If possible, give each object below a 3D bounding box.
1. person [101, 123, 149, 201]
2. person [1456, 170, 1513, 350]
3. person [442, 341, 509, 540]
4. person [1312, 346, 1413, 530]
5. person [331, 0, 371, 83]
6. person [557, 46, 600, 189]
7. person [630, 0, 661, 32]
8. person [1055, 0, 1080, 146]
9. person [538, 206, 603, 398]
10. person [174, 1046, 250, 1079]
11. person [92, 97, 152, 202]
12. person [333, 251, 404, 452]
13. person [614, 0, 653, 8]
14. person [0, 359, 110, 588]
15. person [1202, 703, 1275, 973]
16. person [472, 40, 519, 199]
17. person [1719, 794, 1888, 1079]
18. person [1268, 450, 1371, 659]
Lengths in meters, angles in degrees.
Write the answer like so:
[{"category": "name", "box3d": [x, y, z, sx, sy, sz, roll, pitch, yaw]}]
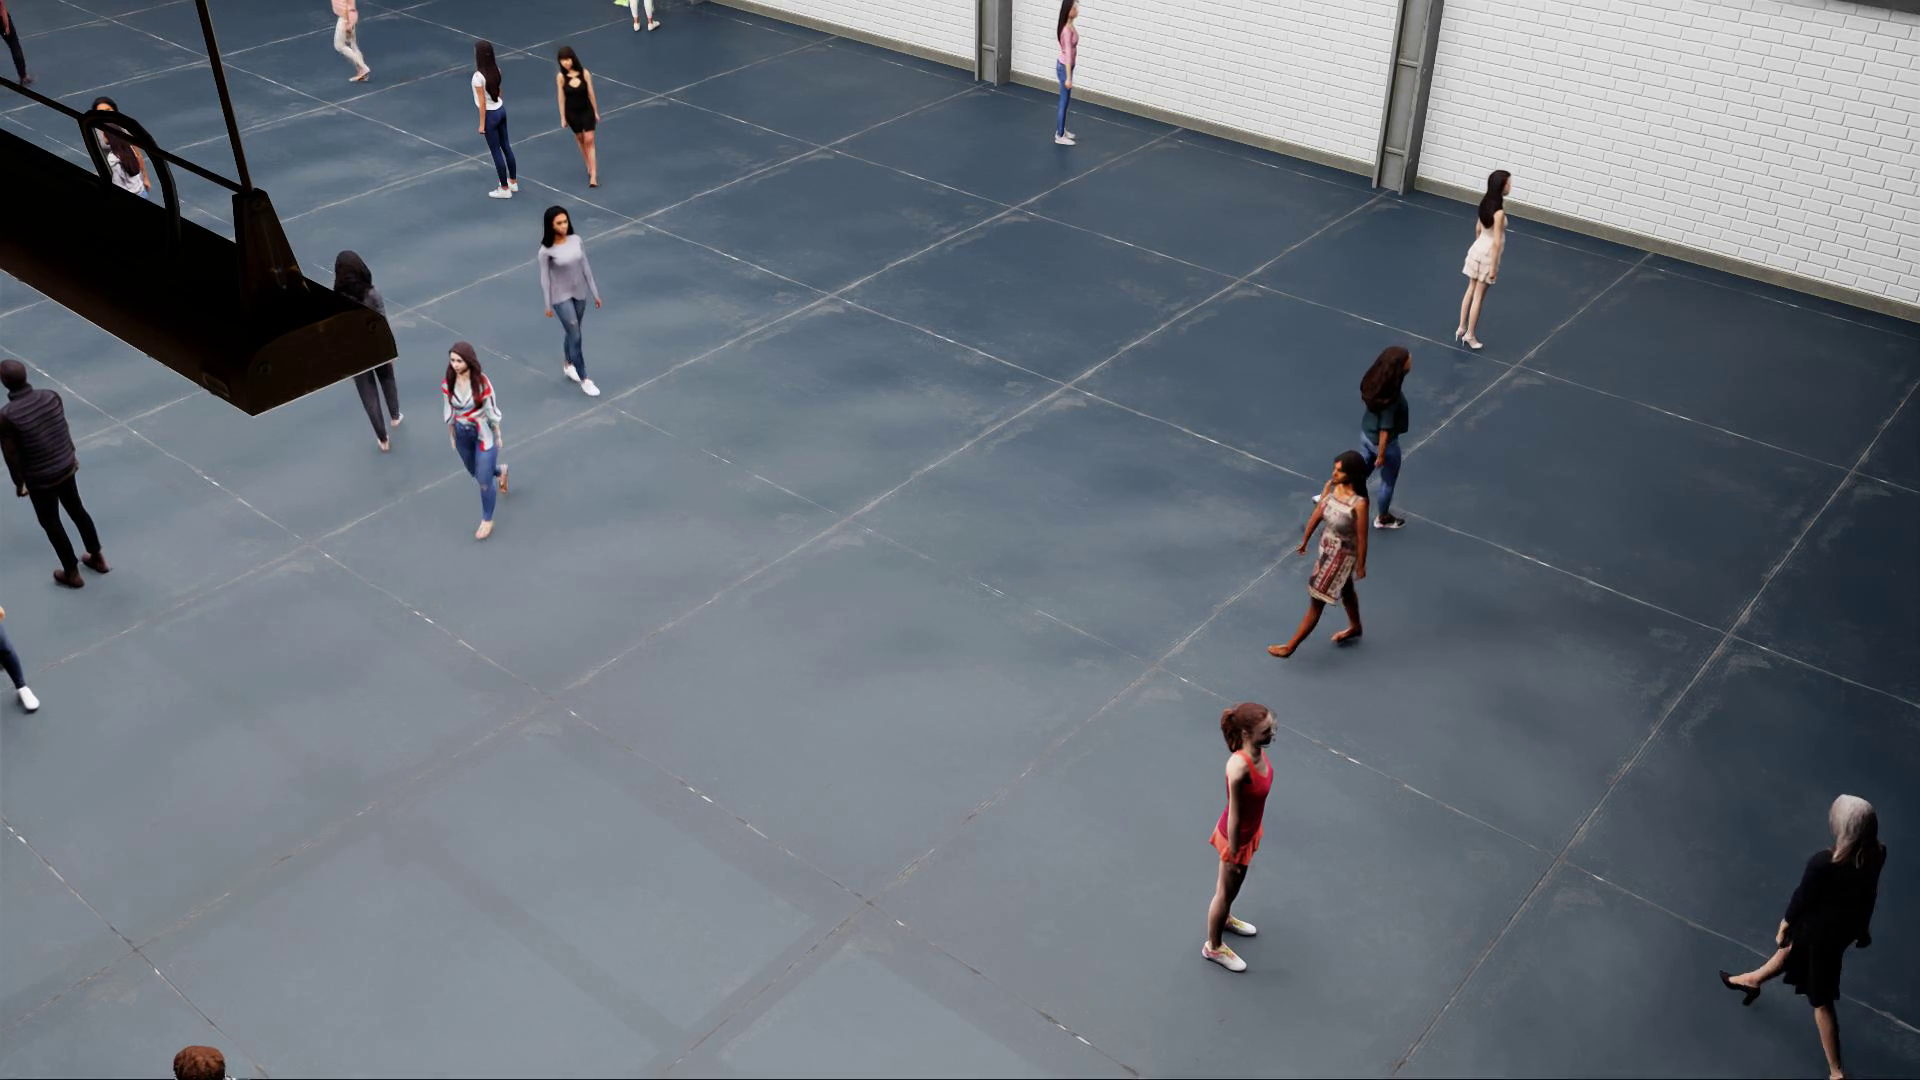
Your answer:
[{"category": "person", "box3d": [-8.386, -3.453, 16.892, 0.722, 1.632, 0.674, -1, 34, -2]}, {"category": "person", "box3d": [4.893, -2.623, 15.548, 0.717, 1.737, 0.650, -4, 34, -6]}, {"category": "person", "box3d": [-3.743, -0.847, 13.006, 1.003, 1.593, 0.957, 6, 34, 8]}, {"category": "person", "box3d": [3.170, -0.766, 12.878, 1.030, 1.599, 0.991, -4, 34, -6]}, {"category": "person", "box3d": [-8.031, -6.902, 22.006, 0.786, 1.714, 0.714, -7, 34, -10]}, {"category": "person", "box3d": [-4.362, -4.869, 19.052, 0.979, 1.598, 1.112, -8, 35, -13]}, {"category": "person", "box3d": [-4.652, -8.236, 24.018, 0.666, 1.708, 0.748, 2, 34, 3]}, {"category": "person", "box3d": [1.294, -5.704, 20.178, 0.663, 1.742, 0.641, 4, 34, 6]}, {"category": "person", "box3d": [-3.568, -2.195, 14.926, 0.886, 1.712, 0.600, 24, 41, 32]}, {"category": "person", "box3d": [-3.251, 2.854, 7.587, 0.698, 1.428, 0.618, 12, 35, 17]}, {"category": "person", "box3d": [-8.581, -3.695, 17.125, 0.650, 1.777, 0.658, -16, 37, -23]}, {"category": "person", "box3d": [-4.954, -1.533, 13.901, 0.807, 1.745, 0.945, -14, 36, -20]}, {"category": "person", "box3d": [-4.942, -8.804, 24.852, 1.083, 1.731, 0.739, 15, 36, 21]}, {"category": "person", "box3d": [-6.724, -0.500, 12.263, 0.671, 1.837, 0.739, 14, 36, 20]}, {"category": "person", "box3d": [1.546, 1.602, 9.176, 0.648, 1.754, 0.637, 12, 36, 18]}, {"category": "person", "box3d": [-5.227, -4.732, 18.686, 0.635, 1.775, 0.654, 11, 35, 15]}, {"category": "person", "box3d": [4.467, 2.099, 8.485, 1.021, 1.690, 1.280, -9, 35, -13]}, {"category": "person", "box3d": [2.713, 0.088, 11.586, 1.037, 1.607, 1.122, -13, 36, -19]}]
